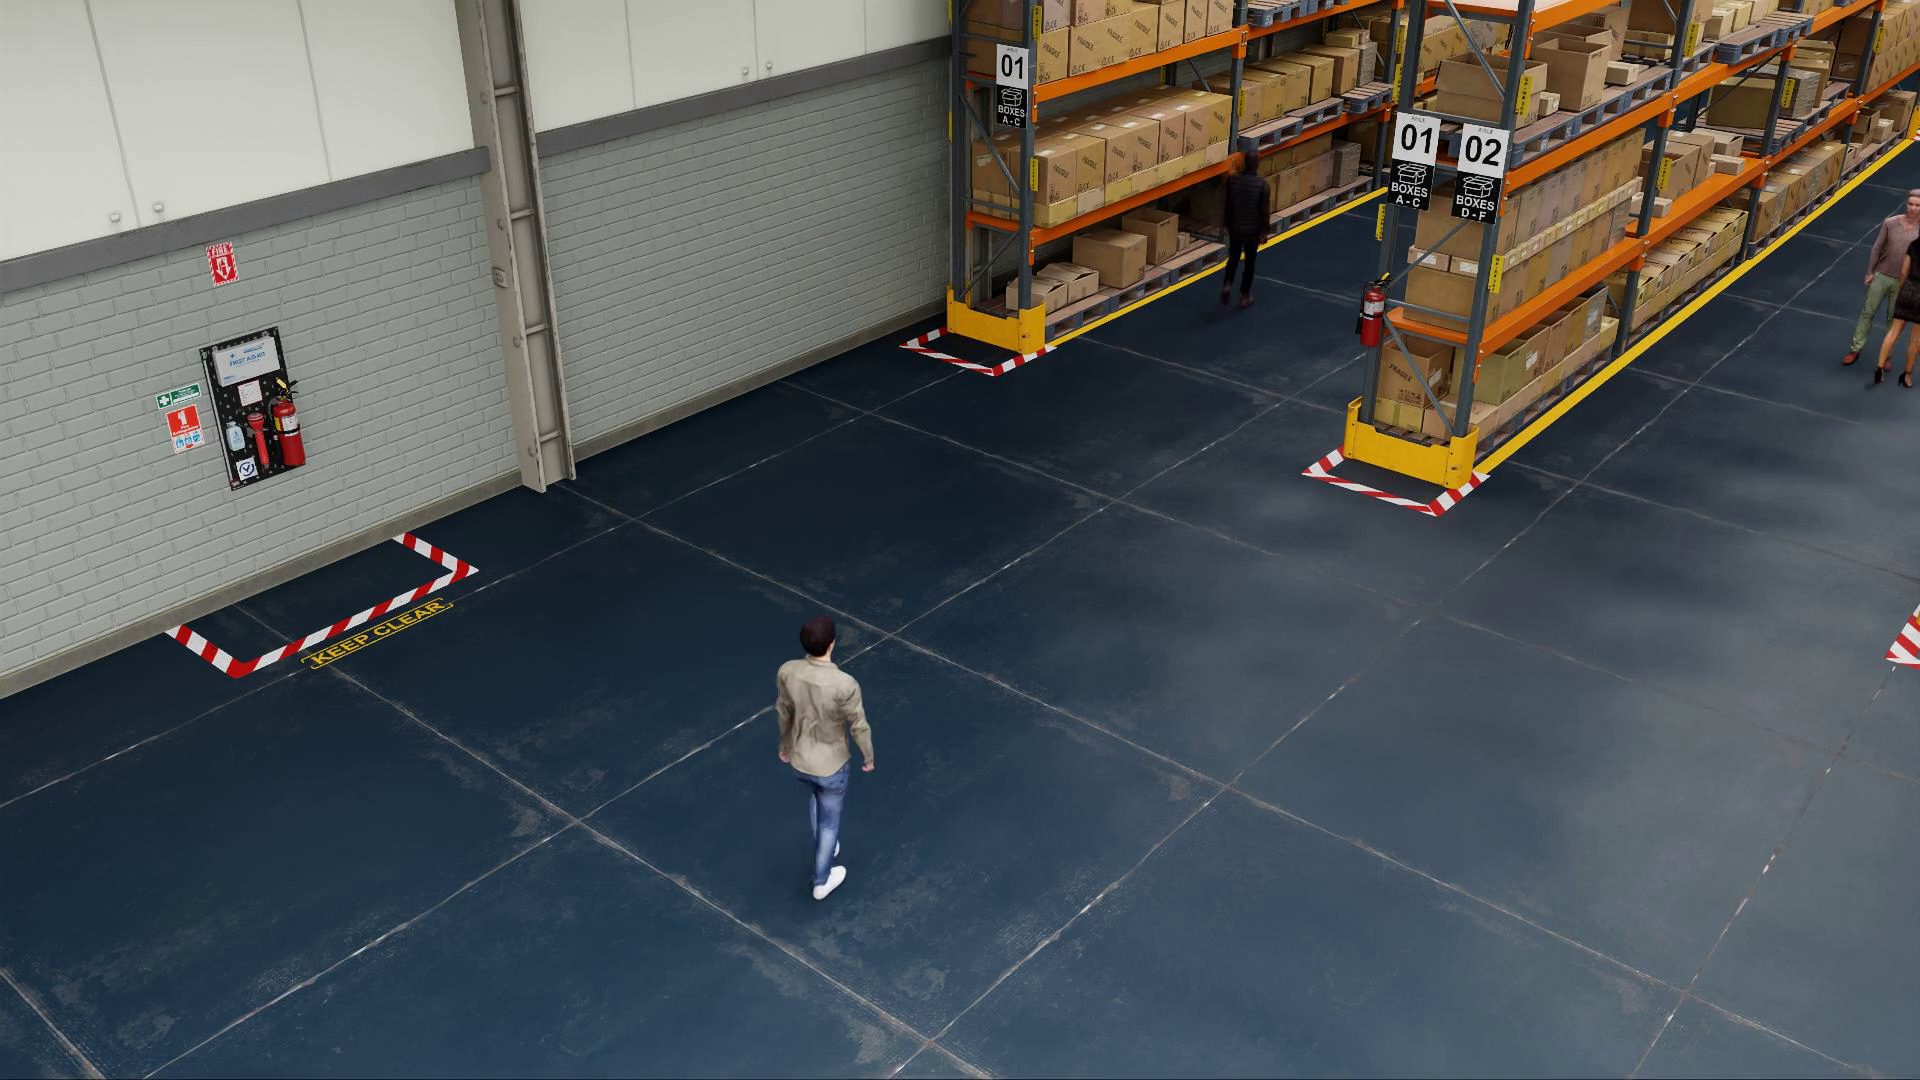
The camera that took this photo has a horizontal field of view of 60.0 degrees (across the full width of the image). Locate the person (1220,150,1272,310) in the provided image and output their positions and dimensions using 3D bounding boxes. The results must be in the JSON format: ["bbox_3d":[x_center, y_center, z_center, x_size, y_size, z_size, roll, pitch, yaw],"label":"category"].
[{"bbox_3d":[3.147,-3.441,18.593,0.799,1.825,0.926,16,32,27],"label":"person"}]

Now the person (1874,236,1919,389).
[{"bbox_3d":[9.549,-2.385,16.648,0.616,1.789,0.646,-18,33,-30],"label":"person"}]

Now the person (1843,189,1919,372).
[{"bbox_3d":[9.620,-2.701,17.149,0.702,1.875,0.649,16,32,27],"label":"person"}]

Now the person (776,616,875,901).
[{"bbox_3d":[-0.852,1.314,9.637,0.799,1.848,0.810,13,31,22],"label":"person"}]
